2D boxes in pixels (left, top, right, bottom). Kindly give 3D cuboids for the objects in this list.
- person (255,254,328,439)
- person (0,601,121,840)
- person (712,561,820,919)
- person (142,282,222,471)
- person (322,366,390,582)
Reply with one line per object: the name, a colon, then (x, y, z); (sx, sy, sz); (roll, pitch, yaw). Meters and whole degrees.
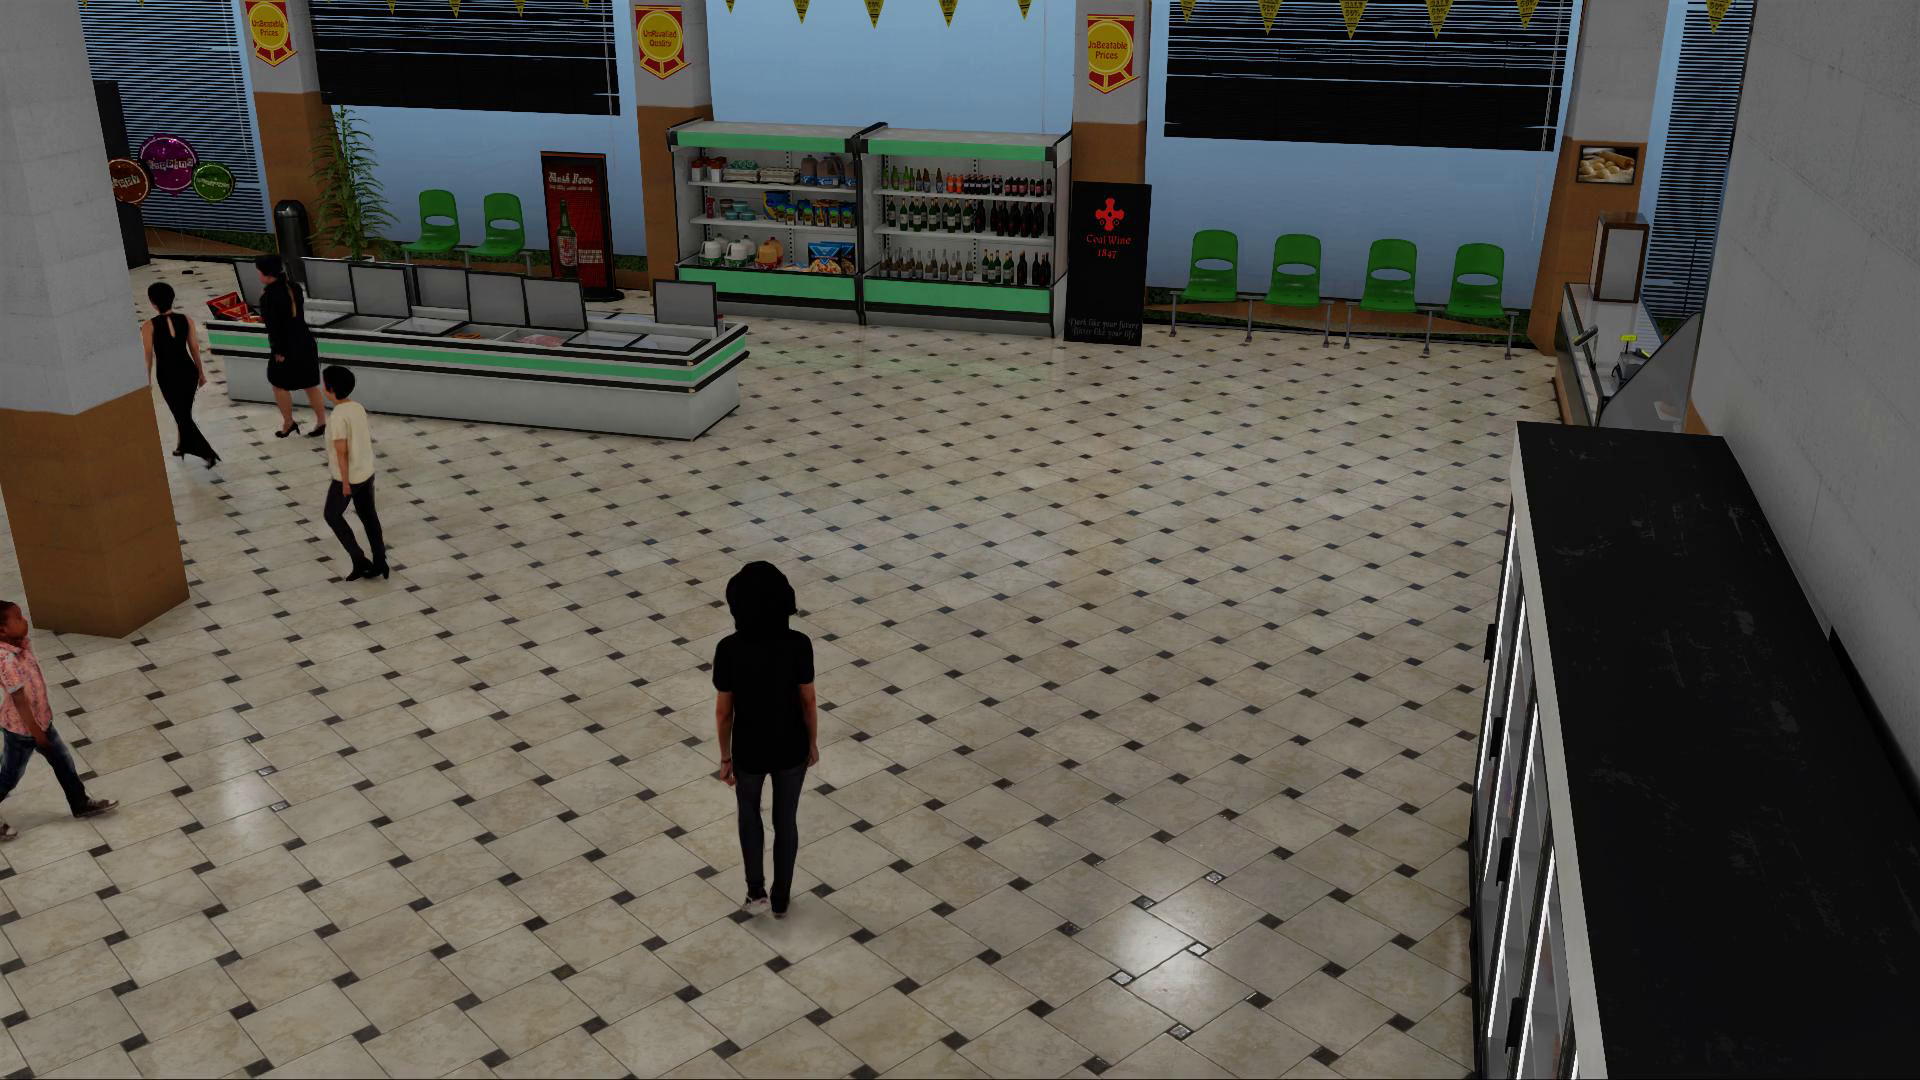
person: (-5.798, -1.656, 14.571); (0.745, 1.647, 0.756); (10, 24, 22)
person: (-4.901, 0.942, 8.583); (0.976, 1.291, 0.781); (-5, 22, -12)
person: (-0.883, 0.995, 7.742); (0.717, 1.820, 0.799); (-2, 22, -6)
person: (-6.461, -1.307, 13.823); (1.117, 1.559, 0.850); (15, 27, 33)
person: (-4.181, -0.439, 11.638); (0.615, 1.576, 0.630); (3, 22, 7)
